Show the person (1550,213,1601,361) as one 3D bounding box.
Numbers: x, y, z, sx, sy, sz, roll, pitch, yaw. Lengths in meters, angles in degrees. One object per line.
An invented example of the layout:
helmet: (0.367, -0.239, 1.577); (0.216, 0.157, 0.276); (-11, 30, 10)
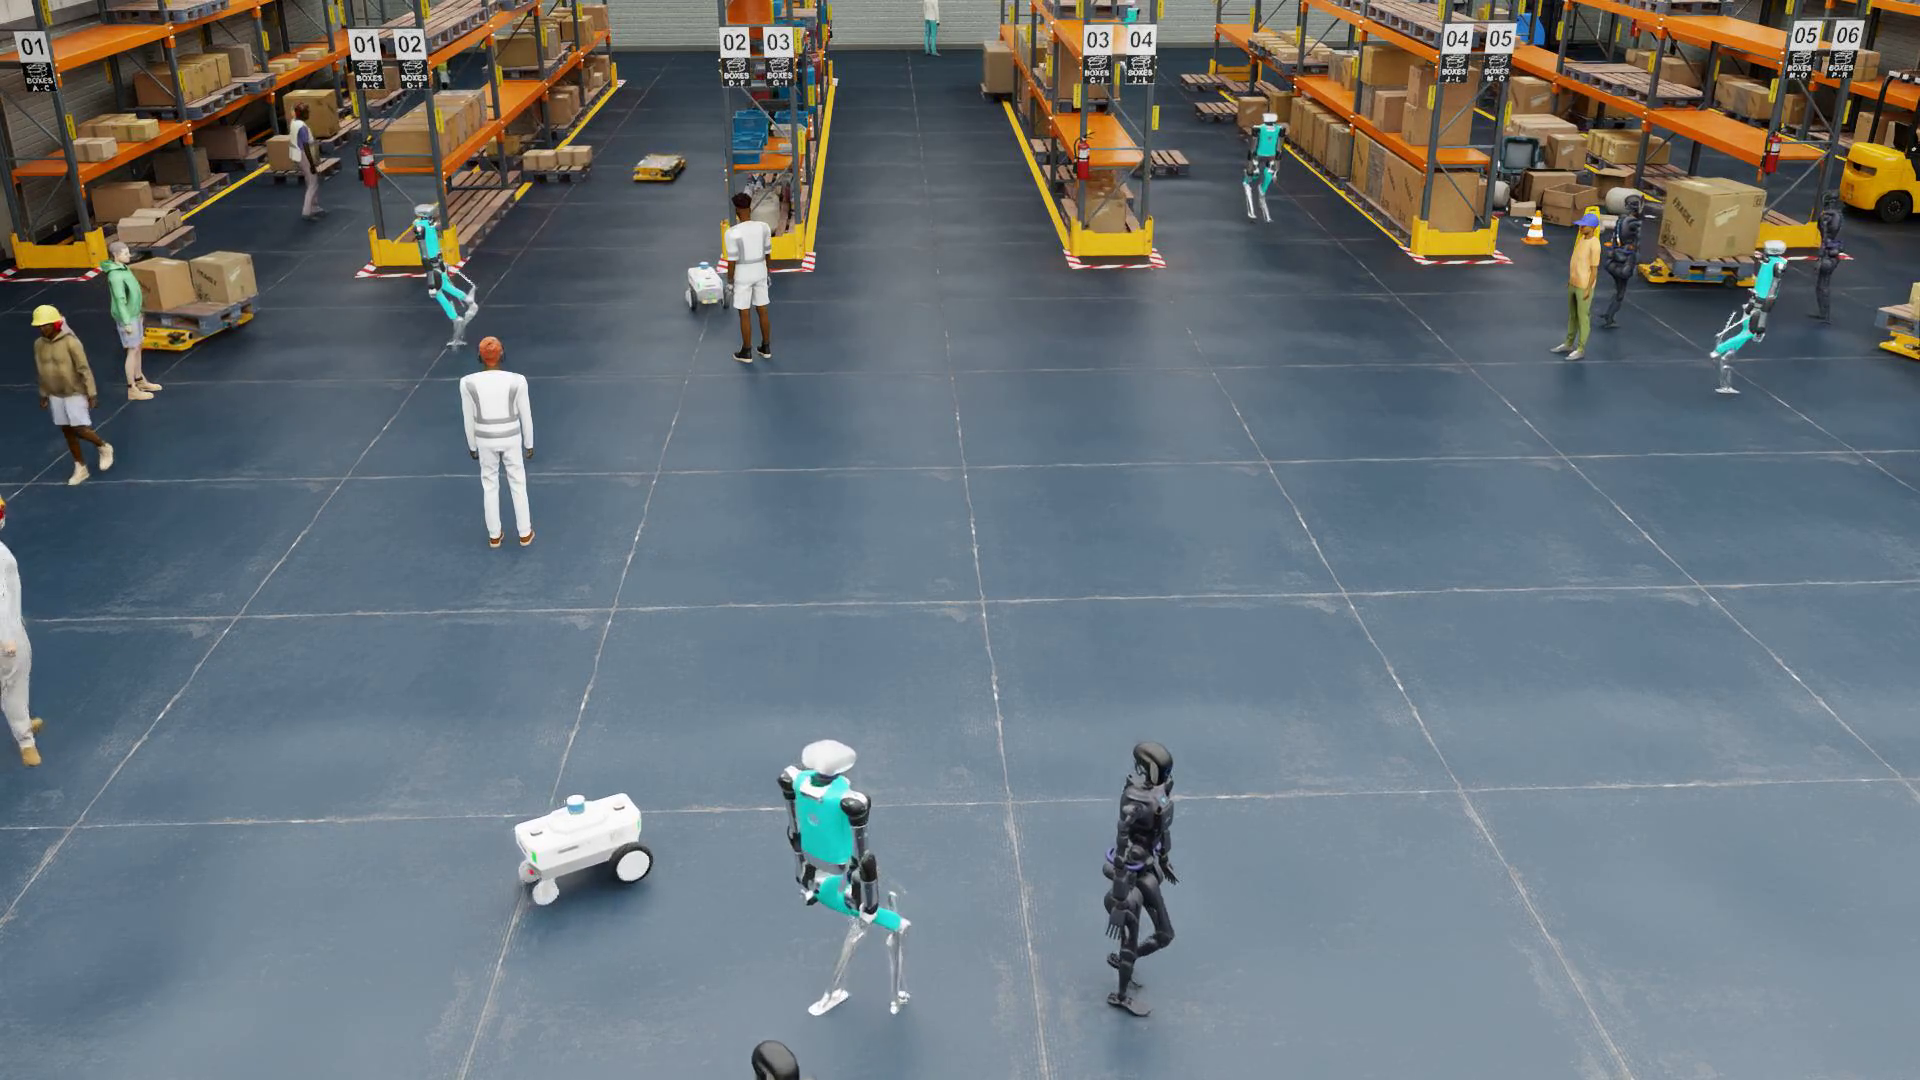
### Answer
person: (7.184, -2.941, 19.298); (0.355, 1.718, 0.447); (-4, 24, -8)

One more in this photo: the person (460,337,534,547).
person: (-3.974, -0.837, 14.386); (0.565, 1.879, 0.351); (-5, 25, -12)

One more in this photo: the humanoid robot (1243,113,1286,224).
humanoid robot: (4.589, -5.669, 25.400); (0.548, 1.730, 0.984); (-4, 24, -8)

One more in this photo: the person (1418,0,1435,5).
person: (11.730, -13.057, 41.931); (0.392, 1.799, 0.594); (-14, 28, -28)

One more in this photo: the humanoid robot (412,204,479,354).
humanoid robot: (-5.965, -3.012, 19.556); (0.727, 1.879, 0.543); (-1, 24, -2)

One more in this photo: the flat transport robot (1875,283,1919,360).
flat transport robot: (11.733, -2.363, 19.781); (1.431, 0.231, 0.659); (-10, 26, -21)

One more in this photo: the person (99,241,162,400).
person: (-9.013, -2.382, 18.033); (0.316, 1.732, 0.476); (-5, 25, -12)

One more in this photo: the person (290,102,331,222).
person: (-10.150, -5.882, 25.797); (0.532, 1.818, 0.676); (-15, 28, -30)

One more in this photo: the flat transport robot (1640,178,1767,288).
flat transport robot: (10.096, -3.652, 22.678); (1.431, 0.231, 0.659); (4, 24, 9)

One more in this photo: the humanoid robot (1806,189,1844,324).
humanoid robot: (10.819, -3.530, 20.702); (0.470, 1.635, 0.611); (18, 30, 35)

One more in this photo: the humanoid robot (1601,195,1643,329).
humanoid robot: (8.140, -3.418, 20.418); (0.358, 1.641, 0.589); (-5, 25, -12)

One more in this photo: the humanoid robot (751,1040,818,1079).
humanoid robot: (-0.721, 2.700, 6.679); (0.475, 1.647, 0.588); (18, 30, 35)

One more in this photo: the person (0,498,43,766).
person: (-6.424, 0.589, 11.214); (0.360, 1.861, 0.709); (-16, 29, -32)

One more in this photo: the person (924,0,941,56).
person: (-0.714, -13.256, 42.417); (0.311, 1.768, 0.522); (-20, 31, -38)

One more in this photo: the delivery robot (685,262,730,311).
delivery robot: (-3.290, -3.270, 21.490); (0.520, 0.613, 0.784); (-7, 25, -16)

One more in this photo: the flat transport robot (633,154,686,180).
flat transport robot: (-5.260, -6.519, 29.120); (0.659, 0.231, 1.431); (1, 24, 1)

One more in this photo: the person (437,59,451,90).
person: (-10.933, -9.806, 34.763); (0.546, 1.679, 0.390); (-2, 24, -5)

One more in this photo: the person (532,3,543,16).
person: (-10.438, -12.635, 40.902); (0.387, 1.861, 0.532); (-18, 29, -34)

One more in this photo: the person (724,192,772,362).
person: (-2.441, -3.030, 19.204); (0.602, 1.959, 0.371); (-18, 30, -35)

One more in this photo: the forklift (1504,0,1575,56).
forklift: (14.700, -13.805, 42.301); (1.873, 2.768, 1.129); (-1, 24, -2)

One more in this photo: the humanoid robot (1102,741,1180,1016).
humanoid robot: (0.919, 1.770, 8.760); (0.374, 1.642, 0.615); (15, 28, 30)

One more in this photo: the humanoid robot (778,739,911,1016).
humanoid robot: (-0.528, 1.752, 8.752); (0.531, 1.796, 0.793); (15, 28, 31)

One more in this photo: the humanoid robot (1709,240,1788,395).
humanoid robot: (8.393, -2.324, 17.973); (0.757, 1.843, 0.539); (3, 24, 7)

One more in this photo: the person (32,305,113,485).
person: (-8.452, -1.390, 15.771); (0.538, 1.752, 0.438); (4, 24, 8)

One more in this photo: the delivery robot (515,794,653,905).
delivery robot: (-2.267, 1.823, 10.049); (0.803, 0.614, 0.499); (-14, 28, -29)

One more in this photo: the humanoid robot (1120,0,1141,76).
humanoid robot: (3.817, -11.954, 39.537); (0.539, 1.762, 0.962); (-16, 29, -32)

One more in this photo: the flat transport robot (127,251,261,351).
flat transport robot: (-9.379, -2.621, 20.362); (0.659, 0.231, 1.431); (6, 25, 12)

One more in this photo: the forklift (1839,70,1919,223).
forklift: (15.132, -6.143, 25.915); (2.313, 2.155, 1.214); (-1, 24, -2)
